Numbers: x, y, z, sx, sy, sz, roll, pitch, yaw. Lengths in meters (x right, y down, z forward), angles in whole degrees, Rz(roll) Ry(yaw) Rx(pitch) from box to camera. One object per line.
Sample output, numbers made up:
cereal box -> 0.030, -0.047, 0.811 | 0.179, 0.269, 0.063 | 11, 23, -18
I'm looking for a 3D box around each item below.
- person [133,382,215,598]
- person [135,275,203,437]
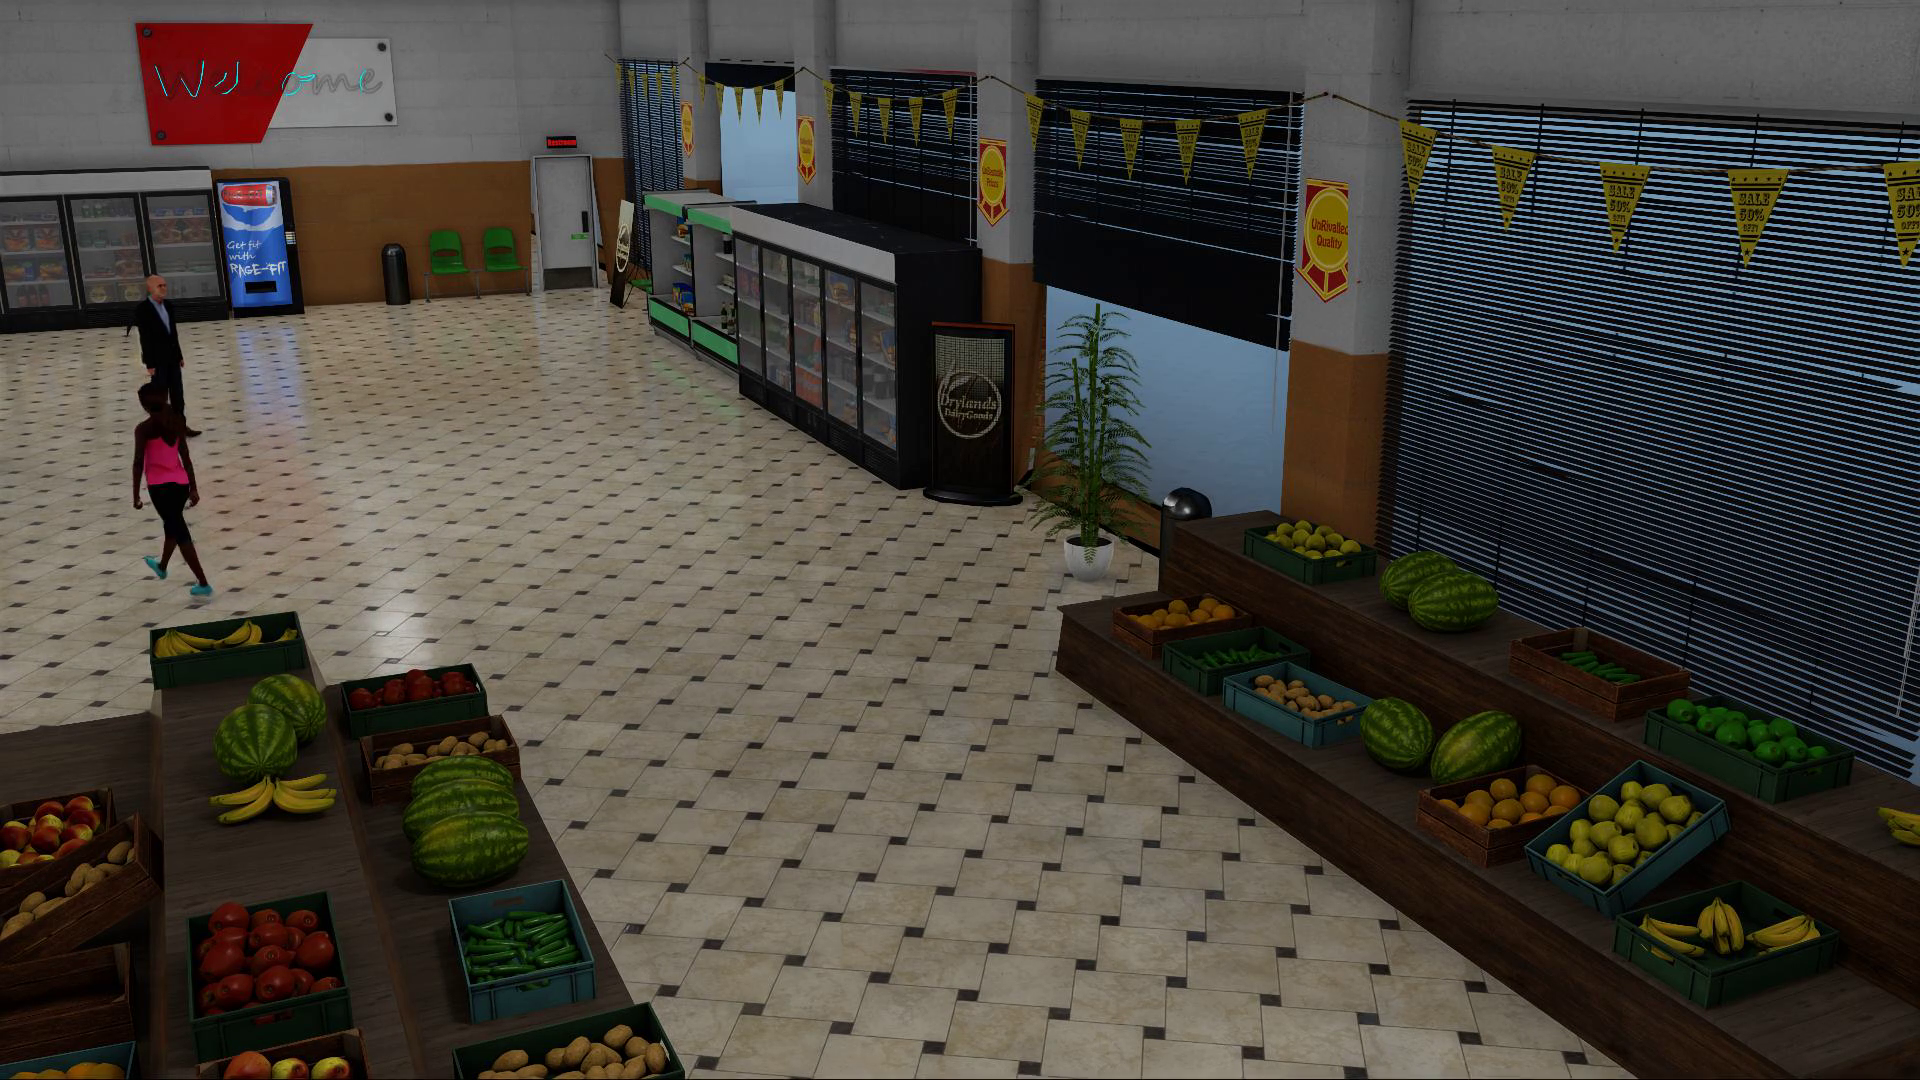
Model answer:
person -> -6.096, -0.342, 12.932 | 1.216, 1.663, 0.971 | 11, 20, 32
person -> -8.674, -1.983, 18.096 | 0.866, 1.801, 0.804 | 7, 18, 21
